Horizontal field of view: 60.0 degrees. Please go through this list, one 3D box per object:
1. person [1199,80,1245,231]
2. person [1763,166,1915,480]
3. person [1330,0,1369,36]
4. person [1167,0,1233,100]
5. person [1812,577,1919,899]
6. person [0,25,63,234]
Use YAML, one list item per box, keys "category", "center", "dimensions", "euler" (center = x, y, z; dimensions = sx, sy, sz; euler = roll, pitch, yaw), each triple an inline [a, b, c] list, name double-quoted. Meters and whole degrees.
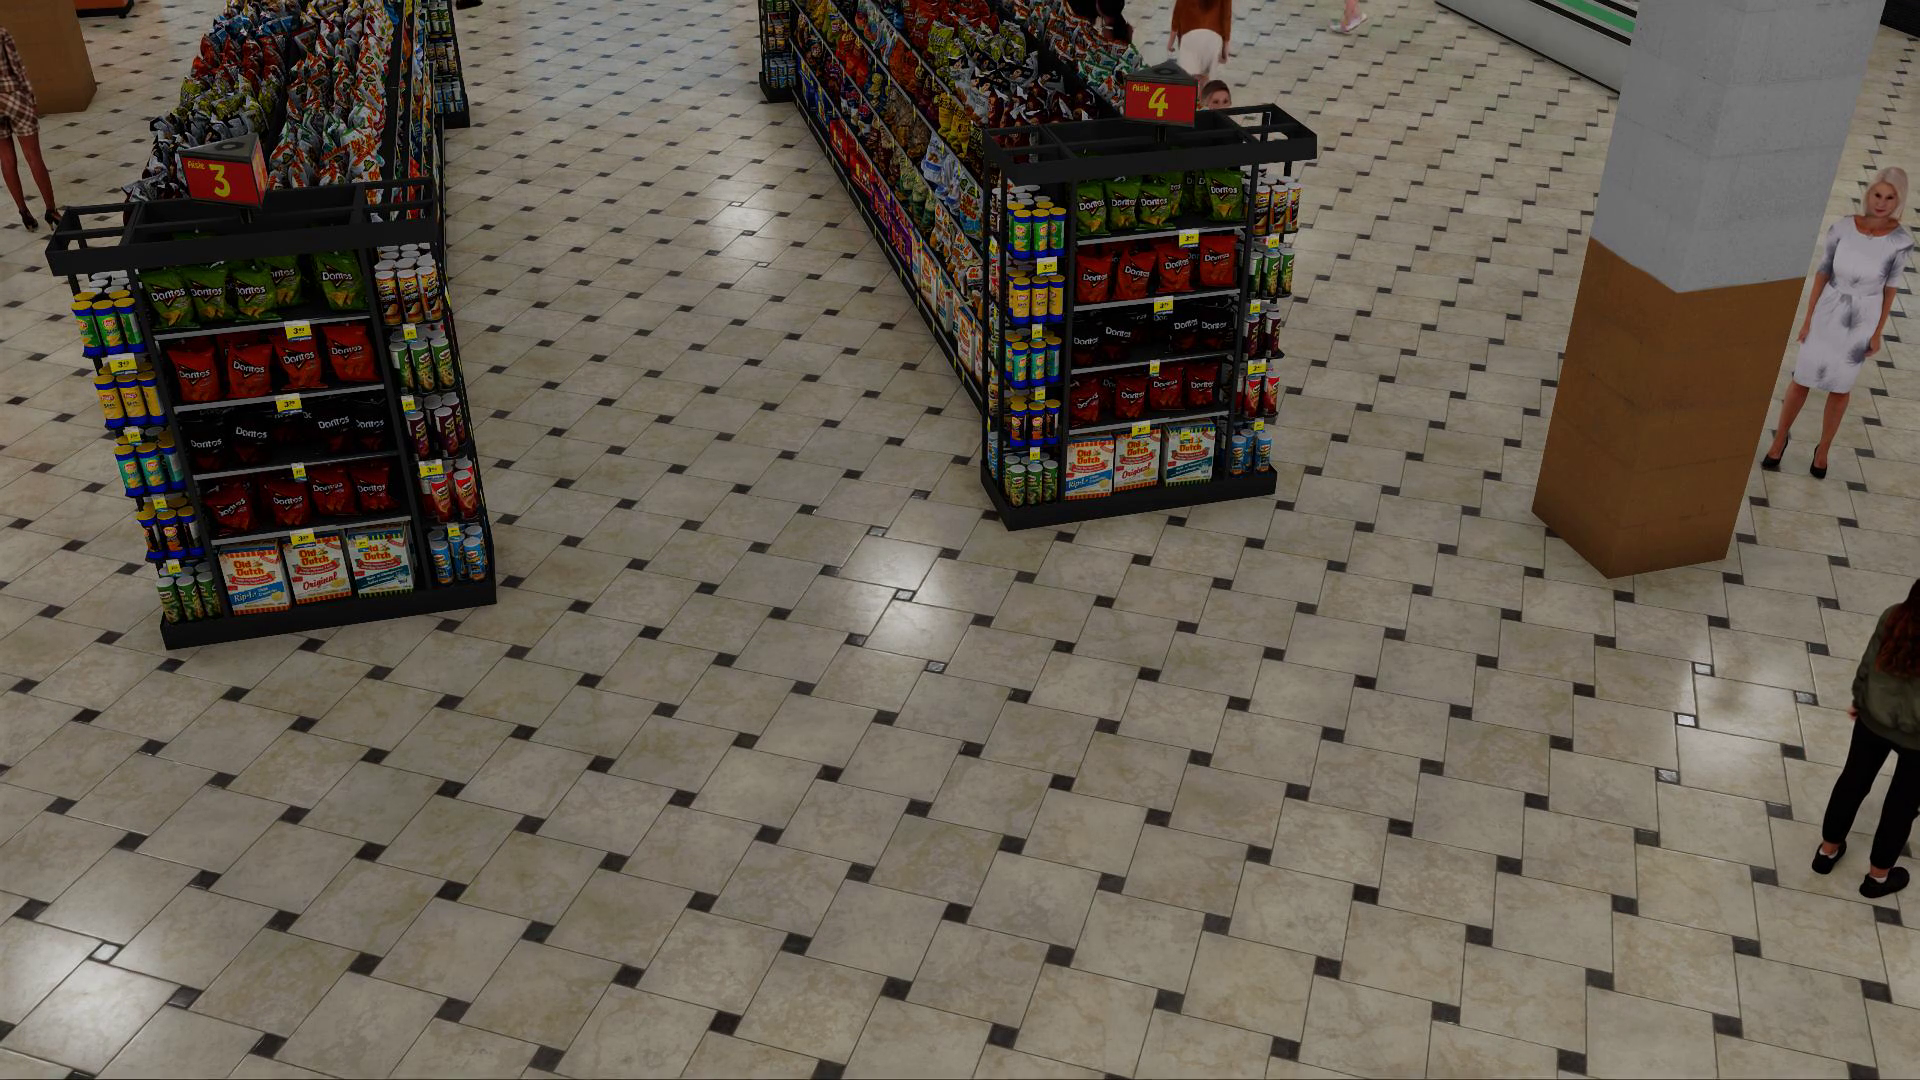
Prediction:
- category: "person"
  center: [1.491, -2.066, 10.423]
  dimensions: [0.656, 1.671, 0.781]
  euler: [-10, 33, -15]
- category: "person"
  center: [4.719, -1.163, 8.897]
  dimensions: [0.637, 1.750, 0.692]
  euler: [16, 35, 24]
- category: "person"
  center: [3.960, -5.859, 16.454]
  dimensions: [0.739, 1.740, 0.826]
  euler: [-27, 41, -36]
- category: "person"
  center: [1.967, -3.961, 13.468]
  dimensions: [0.781, 1.672, 1.175]
  euler: [-2, 32, -3]
- category: "person"
  center: [3.507, 0.690, 6.180]
  dimensions: [0.710, 1.475, 0.579]
  euler: [-23, 39, -32]
- category: "person"
  center: [-6.850, -3.088, 11.948]
  dimensions: [0.607, 1.795, 0.583]
  euler: [-4, 32, -6]
